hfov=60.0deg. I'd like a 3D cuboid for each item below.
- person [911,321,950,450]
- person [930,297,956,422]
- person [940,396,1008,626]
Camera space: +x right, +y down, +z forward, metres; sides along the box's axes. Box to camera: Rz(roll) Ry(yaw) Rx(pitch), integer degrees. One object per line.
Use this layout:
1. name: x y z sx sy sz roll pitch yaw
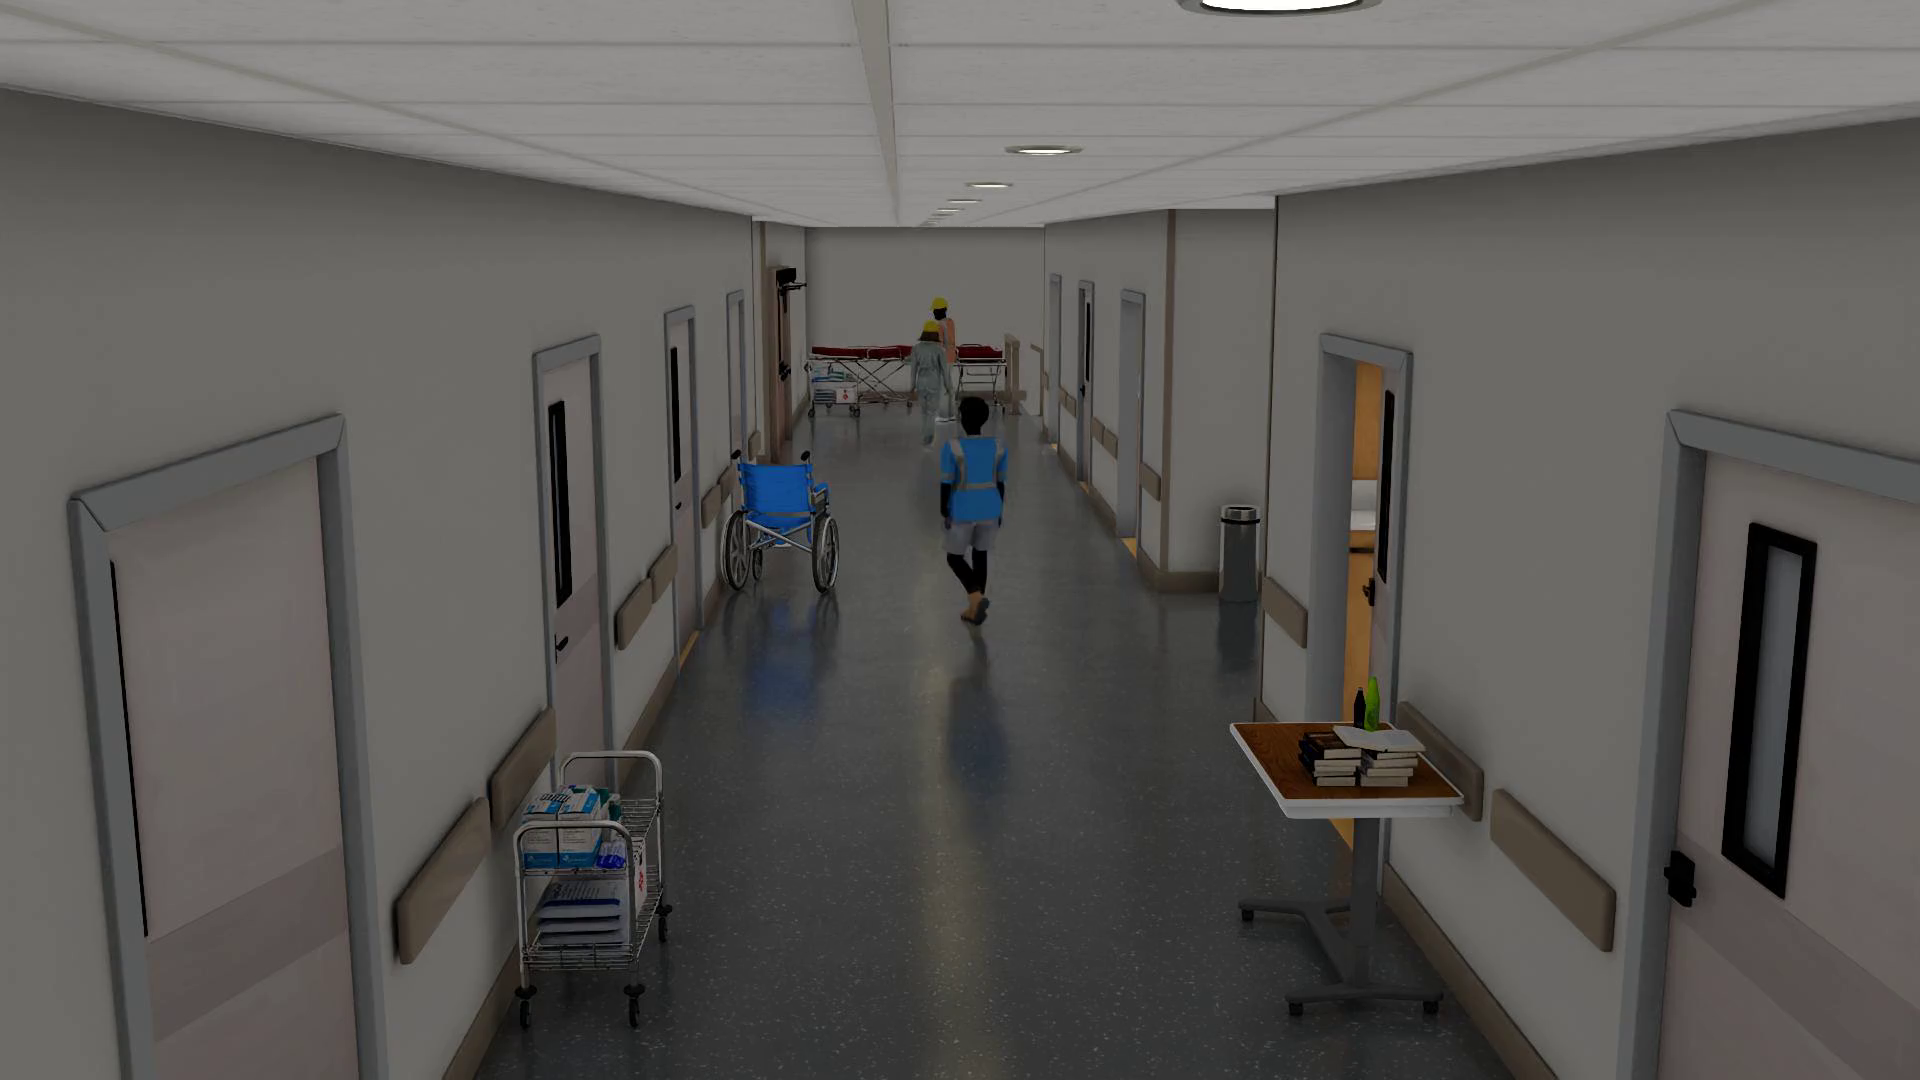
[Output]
1. person: -0.372 -2.095 22.462 0.506 1.705 0.848 4 11 20
2. person: -0.274 -2.774 25.664 0.393 1.918 0.585 4 11 21
3. person: 0.117 -0.185 11.894 0.538 1.680 0.574 -5 11 -24
